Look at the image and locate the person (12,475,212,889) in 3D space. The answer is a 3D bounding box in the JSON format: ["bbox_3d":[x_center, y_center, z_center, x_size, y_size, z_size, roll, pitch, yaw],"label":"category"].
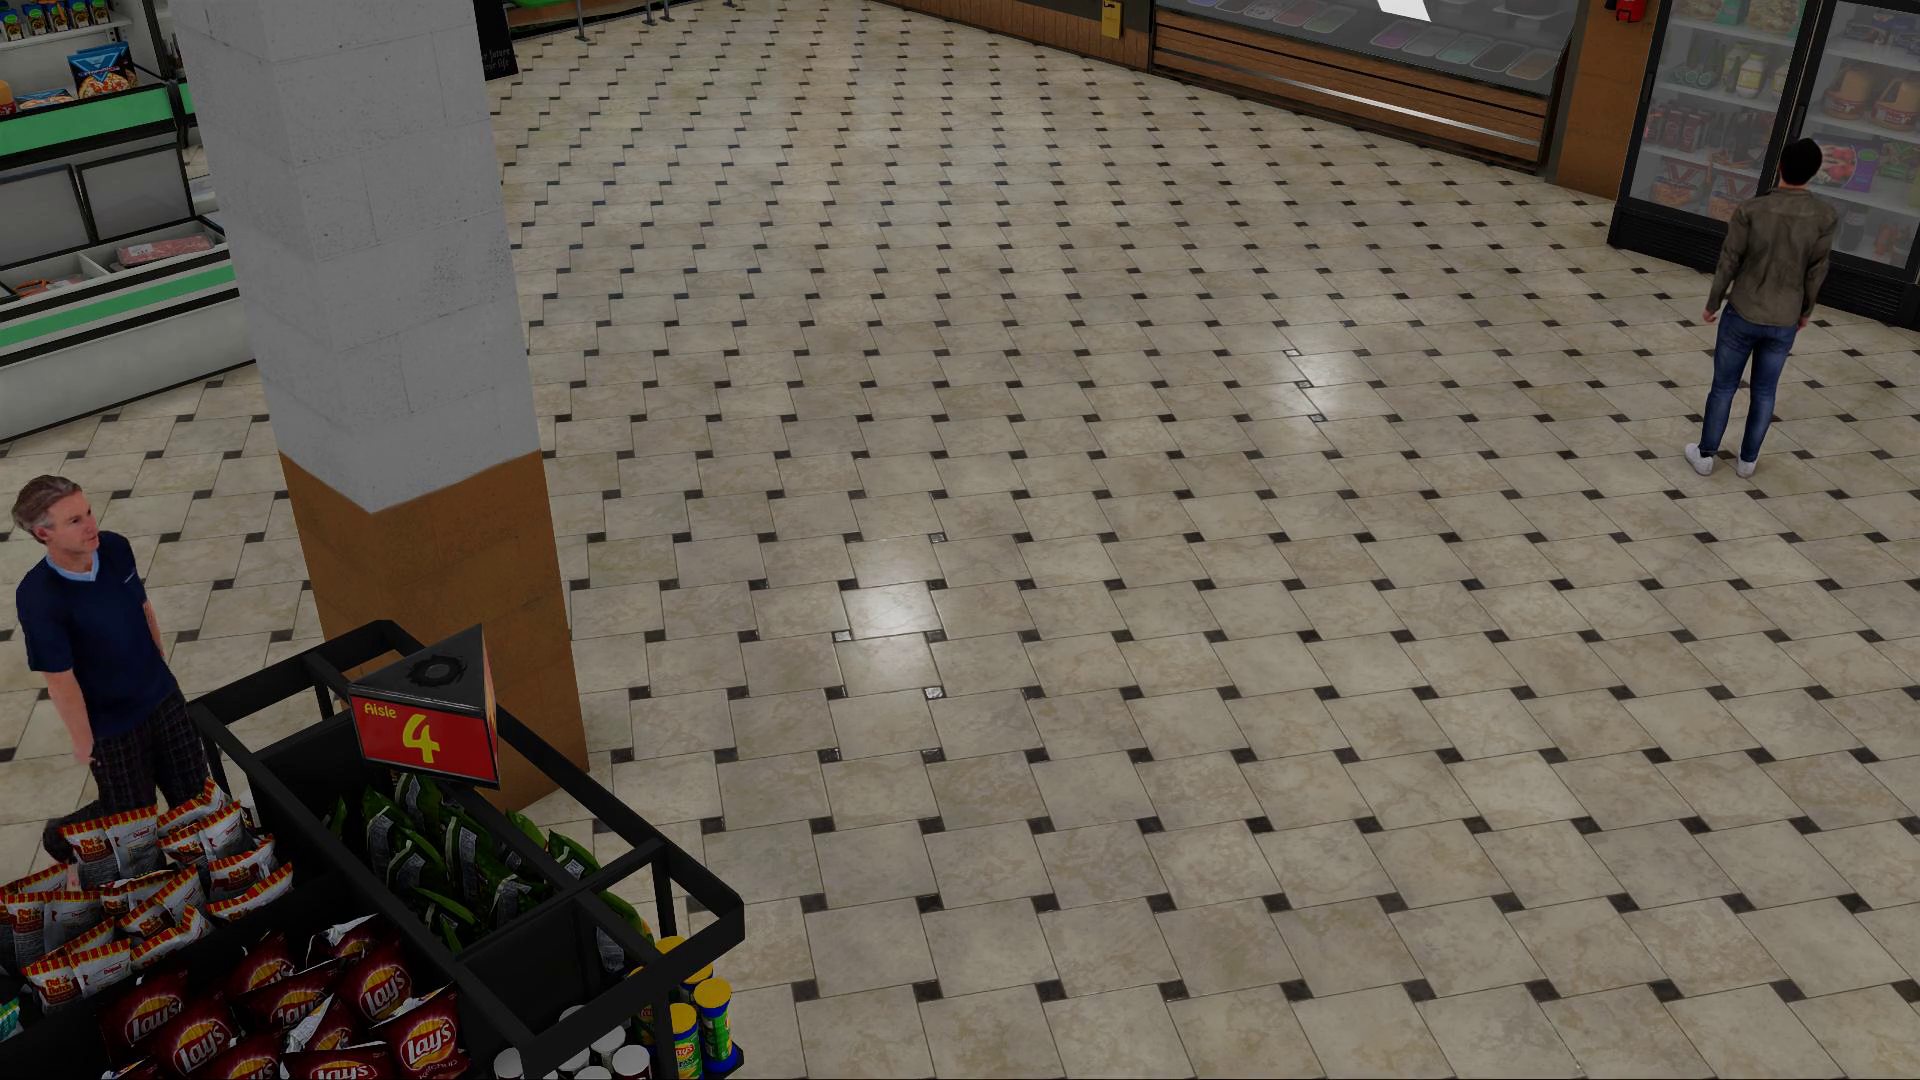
[{"bbox_3d":[-3.043,0.588,5.892,1.012,1.851,1.040,8,33,13],"label":"person"}]

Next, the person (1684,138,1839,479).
[{"bbox_3d":[4.202,-1.182,8.724,0.795,1.864,0.796,7,33,11],"label":"person"}]
